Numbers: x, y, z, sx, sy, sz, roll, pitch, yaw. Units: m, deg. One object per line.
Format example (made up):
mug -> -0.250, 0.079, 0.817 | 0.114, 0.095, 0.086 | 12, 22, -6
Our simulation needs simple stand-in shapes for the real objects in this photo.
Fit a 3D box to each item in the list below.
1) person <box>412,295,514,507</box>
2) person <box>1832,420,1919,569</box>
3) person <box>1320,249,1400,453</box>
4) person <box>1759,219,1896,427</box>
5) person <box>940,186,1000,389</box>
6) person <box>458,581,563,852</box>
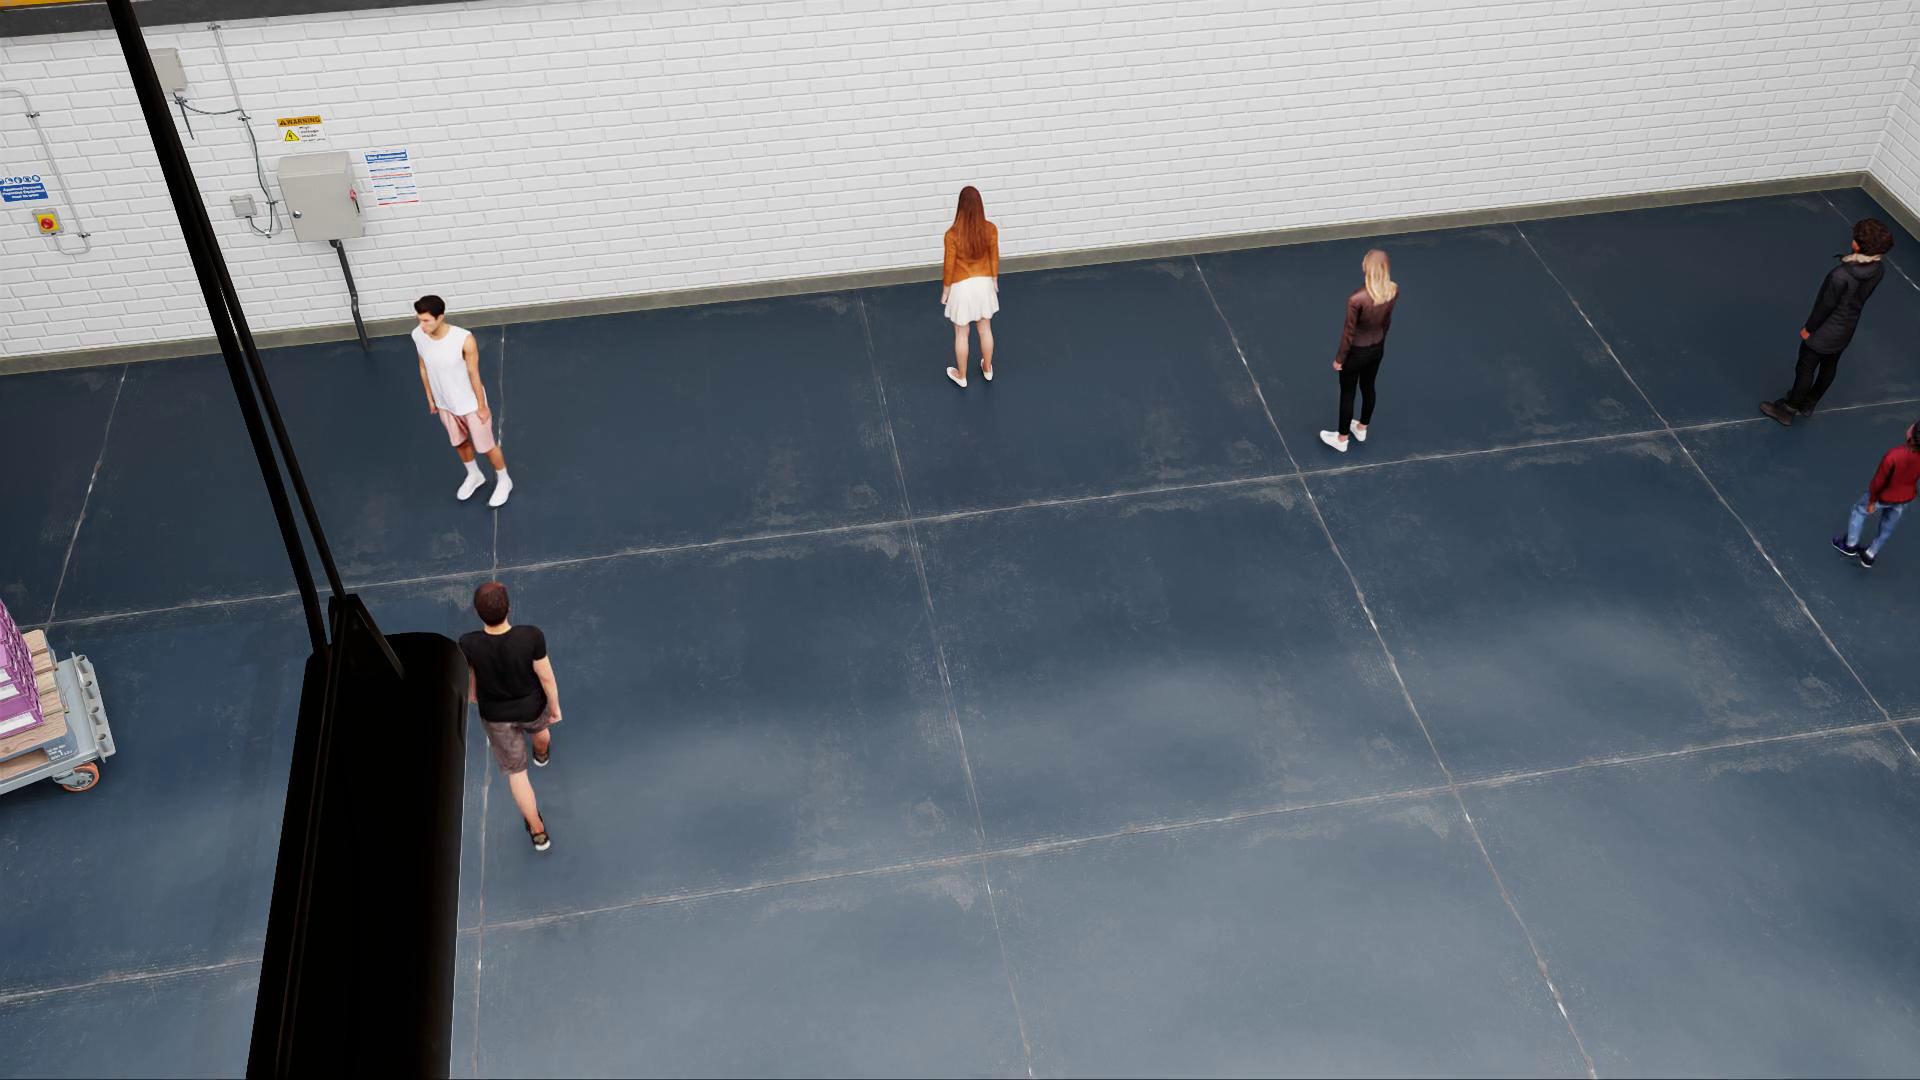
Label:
person -> -3.526, -1.012, 11.784 | 0.734, 1.778, 0.734 | 12, 45, 12
person -> 6.420, -0.288, 11.409 | 0.534, 1.247, 0.541 | -1, 44, -1
person -> 2.961, -1.390, 12.235 | 0.662, 1.703, 0.619 | -22, 48, -22
person -> 6.520, -1.614, 12.413 | 0.679, 1.781, 0.682 | -17, 46, -17
person -> 0.084, -1.939, 12.798 | 0.667, 1.720, 0.624 | -15, 46, -15
person -> -2.580, 1.037, 9.606 | 0.818, 1.816, 1.260 | -15, 46, -15
